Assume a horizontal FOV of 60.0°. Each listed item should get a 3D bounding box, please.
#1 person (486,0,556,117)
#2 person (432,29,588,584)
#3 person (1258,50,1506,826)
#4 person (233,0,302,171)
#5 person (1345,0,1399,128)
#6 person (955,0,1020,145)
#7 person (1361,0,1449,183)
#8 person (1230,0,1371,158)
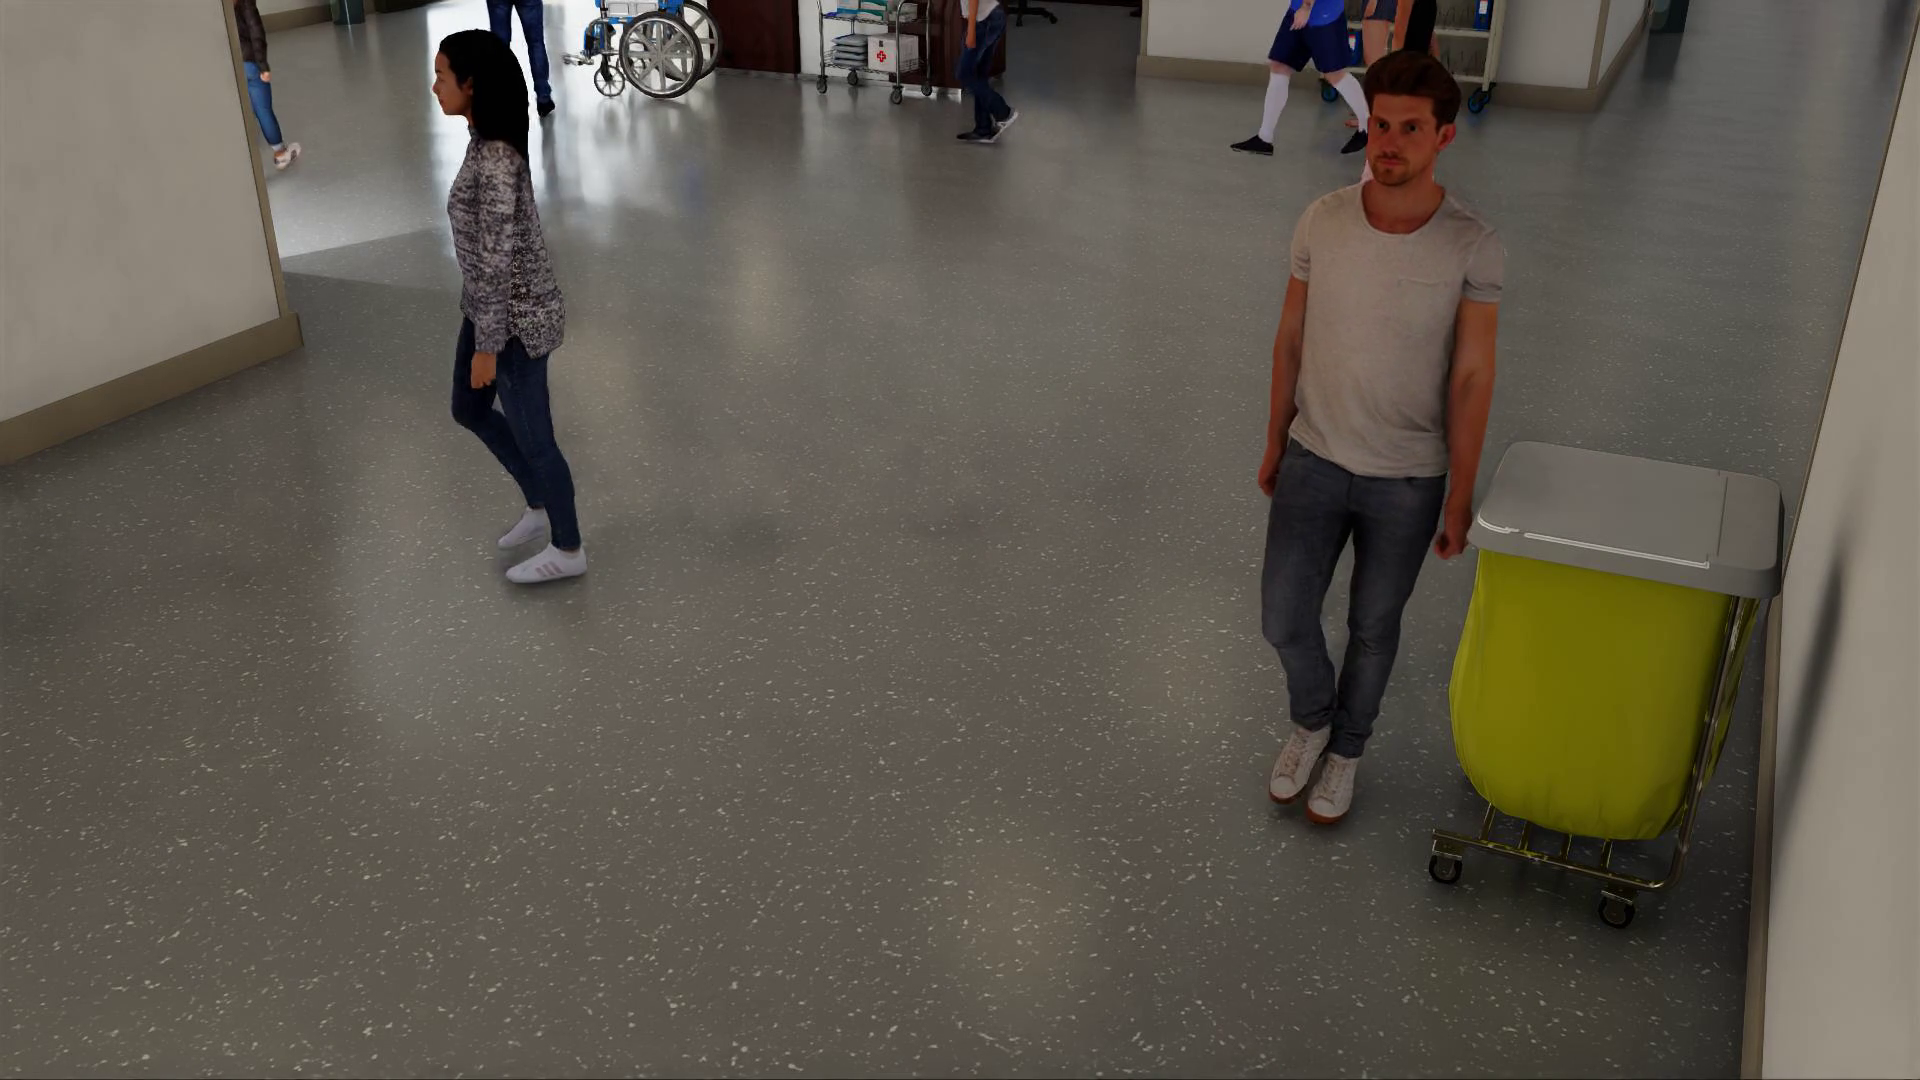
[{"bbox_3d":[-3.175,-3.972,11.758,0.717,1.885,0.821,-4,26,-8],"label":"person"},{"bbox_3d":[-1.287,-0.677,5.113,0.785,1.720,0.727,-8,27,-17],"label":"person"},{"bbox_3d":[0.989,-0.213,3.959,0.531,1.887,0.736,12,28,23],"label":"person"},{"bbox_3d":[-4.320,-2.821,9.862,0.909,1.459,0.868,0,26,1],"label":"person"},{"bbox_3d":[2.907,-3.743,11.487,0.532,1.708,0.596,10,28,20],"label":"person"},{"bbox_3d":[0.211,-3.370,10.900,0.696,1.545,0.589,8,27,15],"label":"person"},{"bbox_3d":[2.410,-2.577,9.262,0.875,1.539,0.500,11,28,22],"label":"person"},{"bbox_3d":[2.312,-3.276,10.417,1.291,1.795,1.167,-7,27,-14],"label":"person"}]
